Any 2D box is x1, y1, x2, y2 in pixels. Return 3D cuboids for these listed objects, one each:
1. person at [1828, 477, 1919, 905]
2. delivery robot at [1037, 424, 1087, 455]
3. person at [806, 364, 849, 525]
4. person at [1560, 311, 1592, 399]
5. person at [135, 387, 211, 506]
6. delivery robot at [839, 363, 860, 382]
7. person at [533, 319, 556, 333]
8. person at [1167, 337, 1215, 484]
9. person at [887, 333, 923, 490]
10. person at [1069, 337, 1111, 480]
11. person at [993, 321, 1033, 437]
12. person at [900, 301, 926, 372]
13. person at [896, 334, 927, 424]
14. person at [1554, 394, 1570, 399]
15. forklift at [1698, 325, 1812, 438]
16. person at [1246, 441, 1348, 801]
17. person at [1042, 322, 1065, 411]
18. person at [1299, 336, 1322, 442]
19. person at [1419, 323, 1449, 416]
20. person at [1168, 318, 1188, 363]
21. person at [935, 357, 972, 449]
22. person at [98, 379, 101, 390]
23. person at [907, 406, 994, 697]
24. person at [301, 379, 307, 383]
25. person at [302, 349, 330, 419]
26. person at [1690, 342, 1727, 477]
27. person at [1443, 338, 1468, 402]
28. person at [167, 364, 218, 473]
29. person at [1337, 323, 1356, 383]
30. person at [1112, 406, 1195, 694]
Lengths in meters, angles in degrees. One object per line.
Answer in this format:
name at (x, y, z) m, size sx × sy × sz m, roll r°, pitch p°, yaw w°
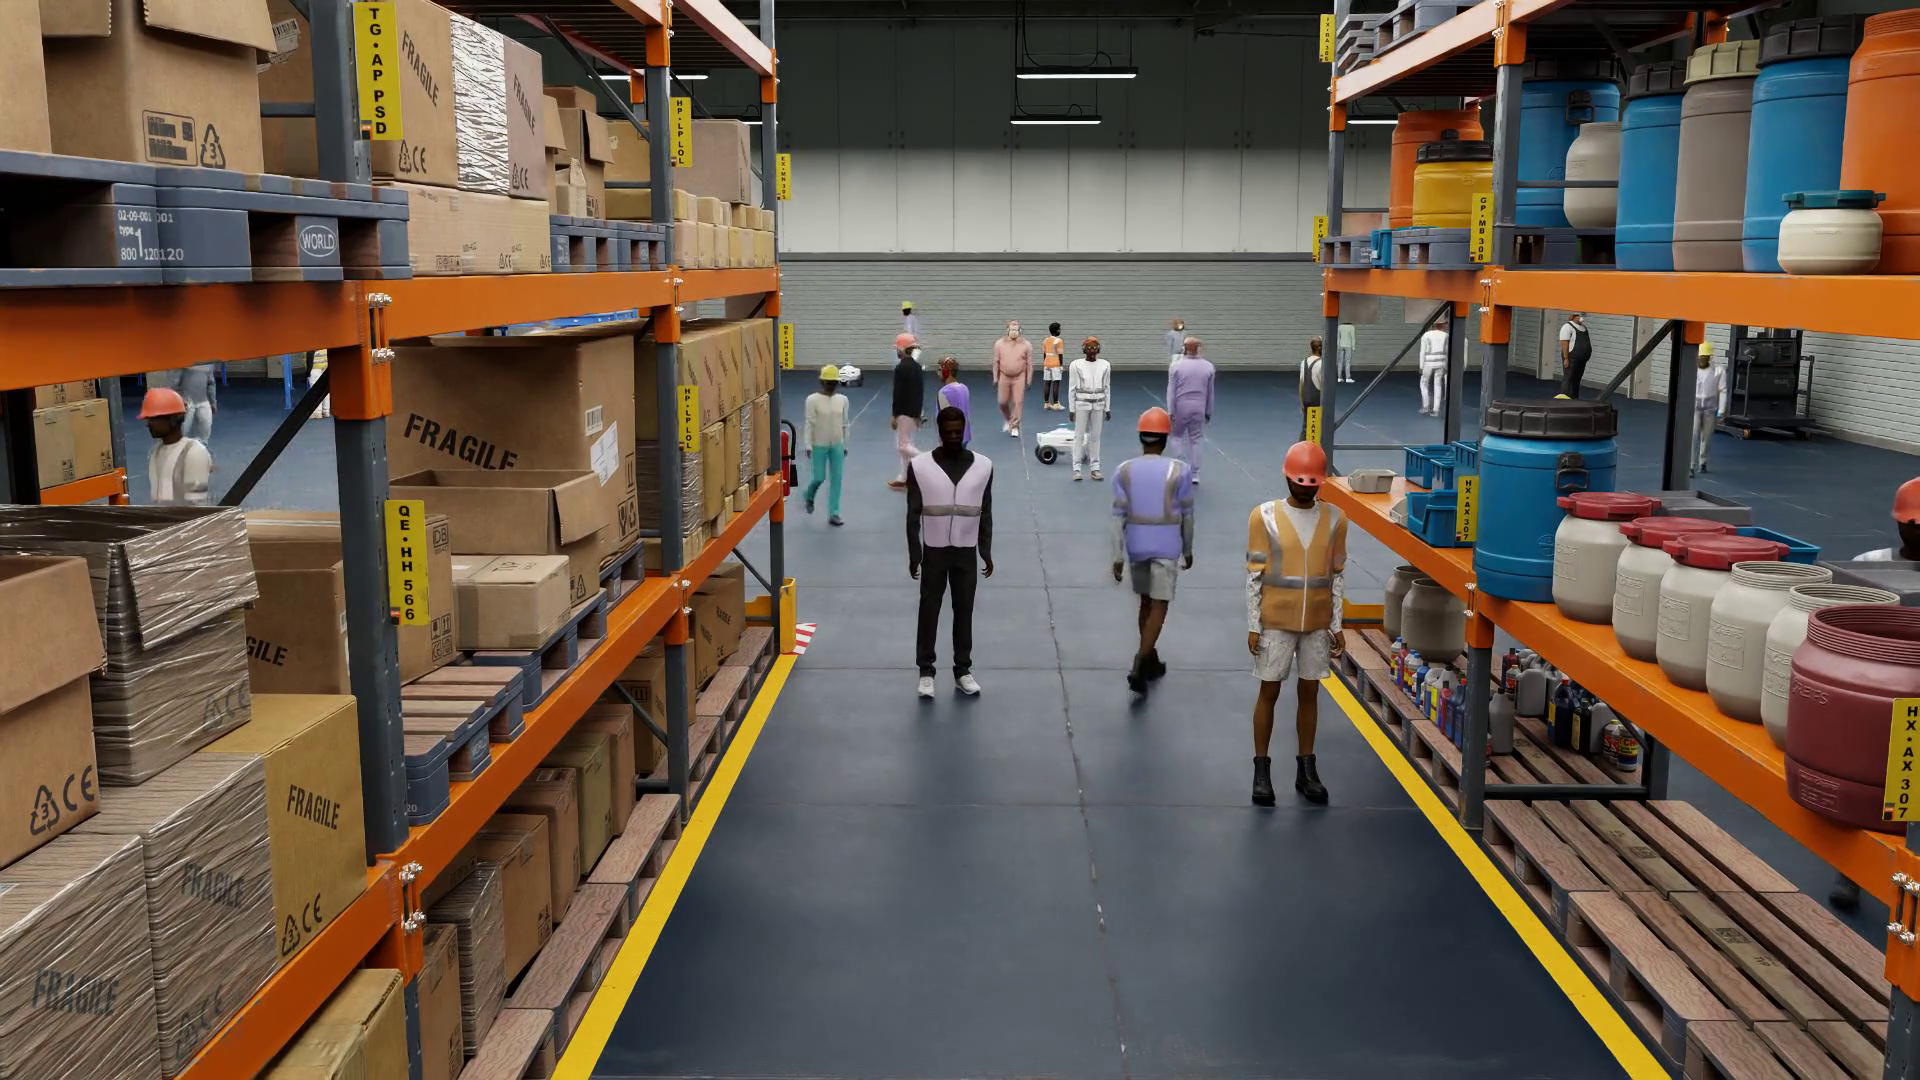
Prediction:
person at (4.133, 0.681, 7.278) m, size 0.551 × 1.934 × 0.373 m, roll 4°, pitch 10°, yaw 23°
delivery robot at (1.465, -1.422, 23.851) m, size 0.707 × 0.478 × 0.477 m, roll -1°, pitch 10°, yaw -3°
person at (-1.473, -1.062, 18.263) m, size 0.530 × 1.747 × 0.568 m, roll -5°, pitch 11°, yaw -28°
person at (11.932, -3.504, 32.164) m, size 0.683 × 2.000 × 0.538 m, roll -7°, pitch 12°, yaw -38°
person at (-5.225, -0.030, 11.265) m, size 0.621 × 2.026 × 0.777 m, roll 6°, pitch 11°, yaw 32°
delivery robot at (-2.572, -3.833, 38.291) m, size 0.477 × 0.478 × 0.707 m, roll 3°, pitch 10°, yaw 19°
person at (-7.637, -3.172, 30.623) m, size 0.503 × 1.863 × 0.742 m, roll -9°, pitch 13°, yaw -43°
person at (2.956, -1.687, 21.618) m, size 0.666 × 1.886 × 0.603 m, roll -2°, pitch 10°, yaw -13°
person at (-0.589, -1.591, 20.748) m, size 0.711 × 1.977 × 0.619 m, roll 4°, pitch 10°, yaw 23°
person at (1.708, -1.730, 21.881) m, size 0.576 × 1.881 × 0.352 m, roll -2°, pitch 10°, yaw -14°
person at (0.878, -2.657, 27.376) m, size 0.672 × 1.892 × 0.497 m, roll 1°, pitch 10°, yaw 8°
person at (-1.184, -4.928, 40.953) m, size 0.597 × 1.907 × 0.607 m, roll 0°, pitch 9°, yaw 2°
person at (-0.892, -2.830, 29.339) m, size 0.533 × 1.595 × 0.861 m, roll -4°, pitch 10°, yaw -23°
person at (4.956, -0.328, 13.834) m, size 0.525 × 1.769 × 0.310 m, roll 2°, pitch 10°, yaw 12°
forklift at (13.248, -3.165, 27.620) m, size 1.129 × 2.768 × 1.873 m, roll 0°, pitch 9°, yaw 1°
person at (1.786, 0.431, 8.805) m, size 0.543 × 1.928 × 0.373 m, roll -1°, pitch 10°, yaw -6°
person at (1.810, -3.368, 32.235) m, size 0.321 × 1.699 × 0.536 m, roll -7°, pitch 12°, yaw -38°
person at (4.860, -1.861, 22.774) m, size 0.325 × 1.843 × 0.517 m, roll -6°, pitch 11°, yaw -31°
person at (8.840, -3.262, 31.108) m, size 0.599 × 1.860 × 0.655 m, roll -1°, pitch 10°, yaw -5°
person at (4.839, -4.089, 36.796) m, size 0.520 × 1.615 × 0.414 m, roll -3°, pitch 10°, yaw -18°
person at (-0.069, -1.026, 17.773) m, size 0.373 × 1.843 × 0.569 m, roll 4°, pitch 10°, yaw 24°
person at (-16.467, -3.397, 31.937) m, size 0.317 × 1.863 × 0.500 m, roll 2°, pitch 10°, yaw 9°
person at (-0.065, 0.067, 11.008) m, size 0.590 × 1.919 × 0.394 m, roll -2°, pitch 10°, yaw -15°
person at (-15.528, -4.703, 39.546) m, size 0.375 × 1.930 × 0.542 m, roll 0°, pitch 9°, yaw 2°
person at (-11.859, -3.168, 30.613) m, size 0.429 × 1.842 × 0.635 m, roll 2°, pitch 10°, yaw 10°
person at (9.982, -1.769, 22.386) m, size 0.592 × 1.797 × 0.884 m, roll 4°, pitch 10°, yaw 22°
person at (10.045, -3.582, 33.761) m, size 0.515 × 1.622 × 0.335 m, roll 3°, pitch 10°, yaw 15°
person at (-10.380, -1.819, 22.413) m, size 0.384 × 1.901 × 0.794 m, roll 5°, pitch 11°, yaw 29°
person at (9.226, -4.582, 39.706) m, size 0.276 × 1.632 × 0.507 m, roll -8°, pitch 13°, yaw -41°
person at (1.264, 0.064, 11.122) m, size 0.533 × 1.908 × 0.938 m, roll 5°, pitch 11°, yaw 26°
